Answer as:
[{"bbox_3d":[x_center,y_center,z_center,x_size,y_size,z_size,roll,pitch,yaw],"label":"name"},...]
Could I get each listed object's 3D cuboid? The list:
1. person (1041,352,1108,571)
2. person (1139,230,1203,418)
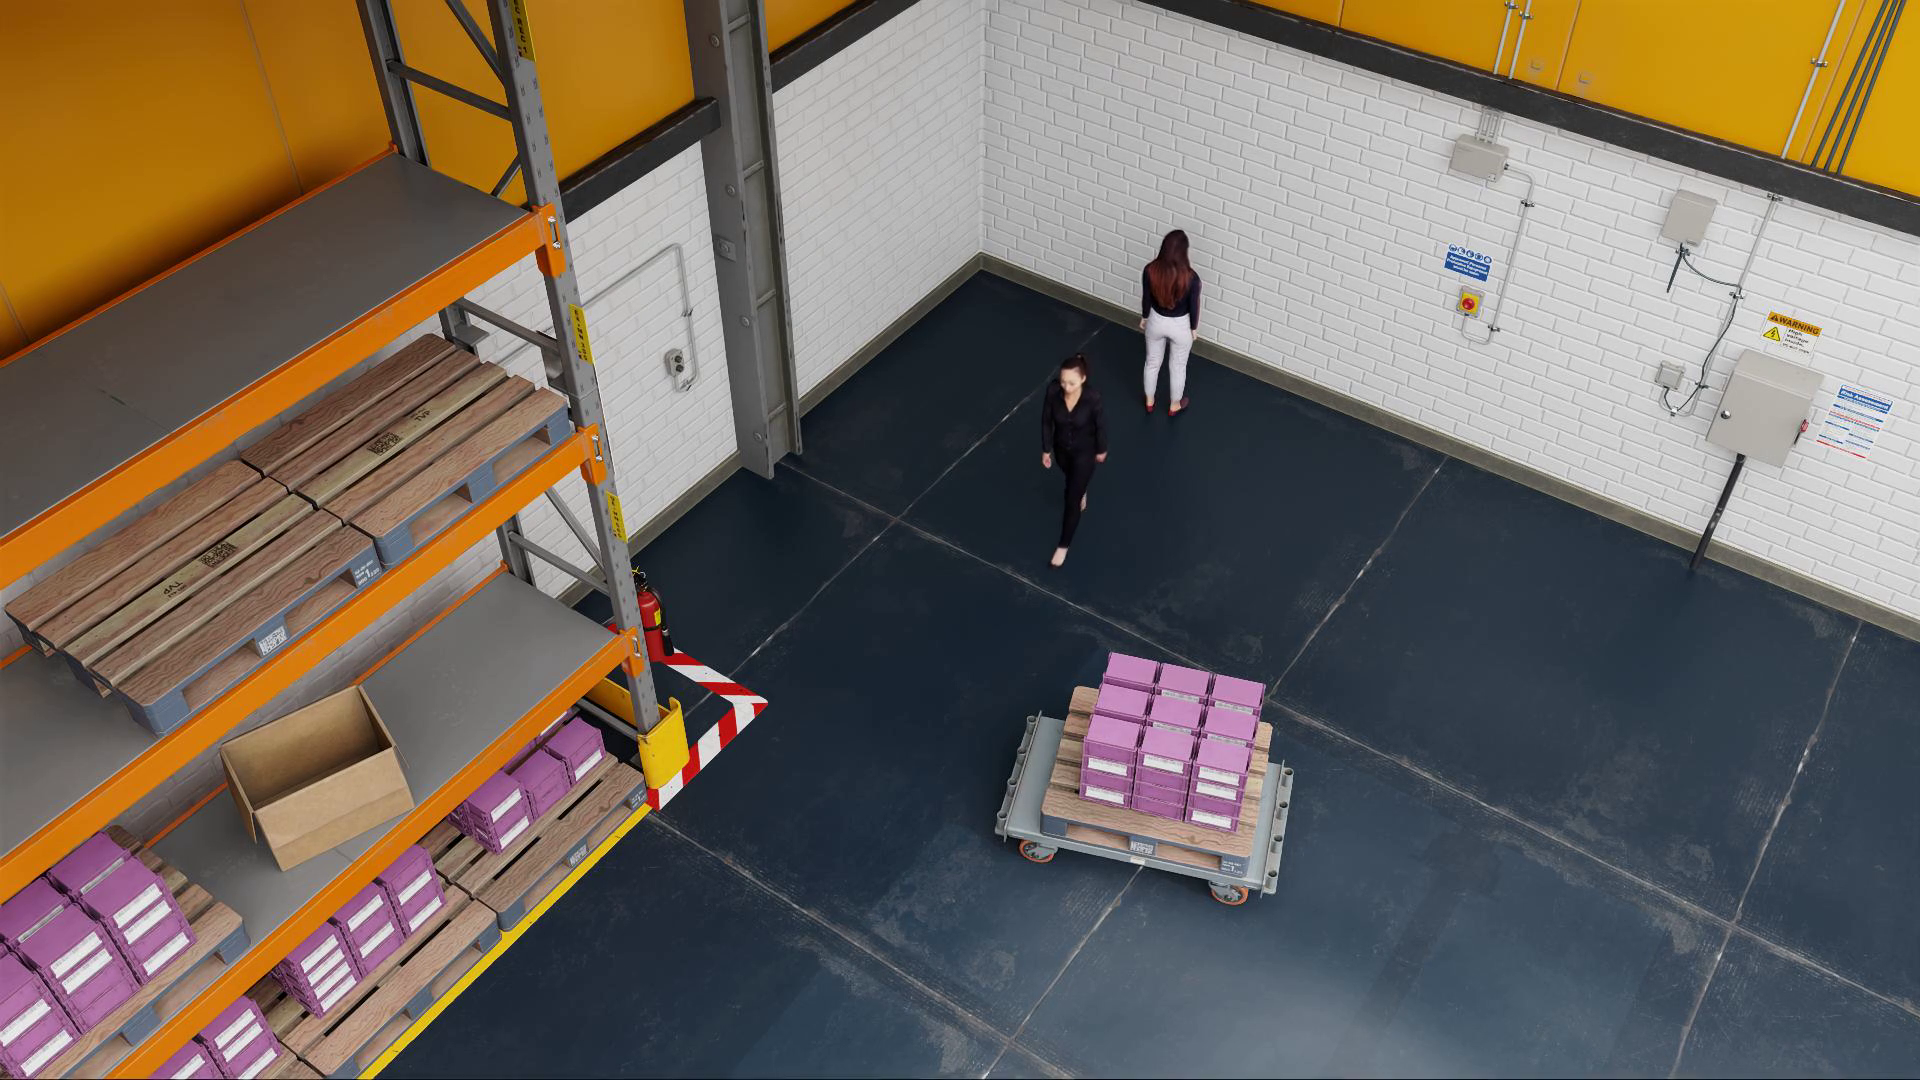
[{"bbox_3d":[0.796,-0.639,11.381,0.722,1.660,1.095,16,46,16],"label":"person"},{"bbox_3d":[1.572,-1.621,12.451,0.648,1.607,0.601,15,46,15],"label":"person"}]
